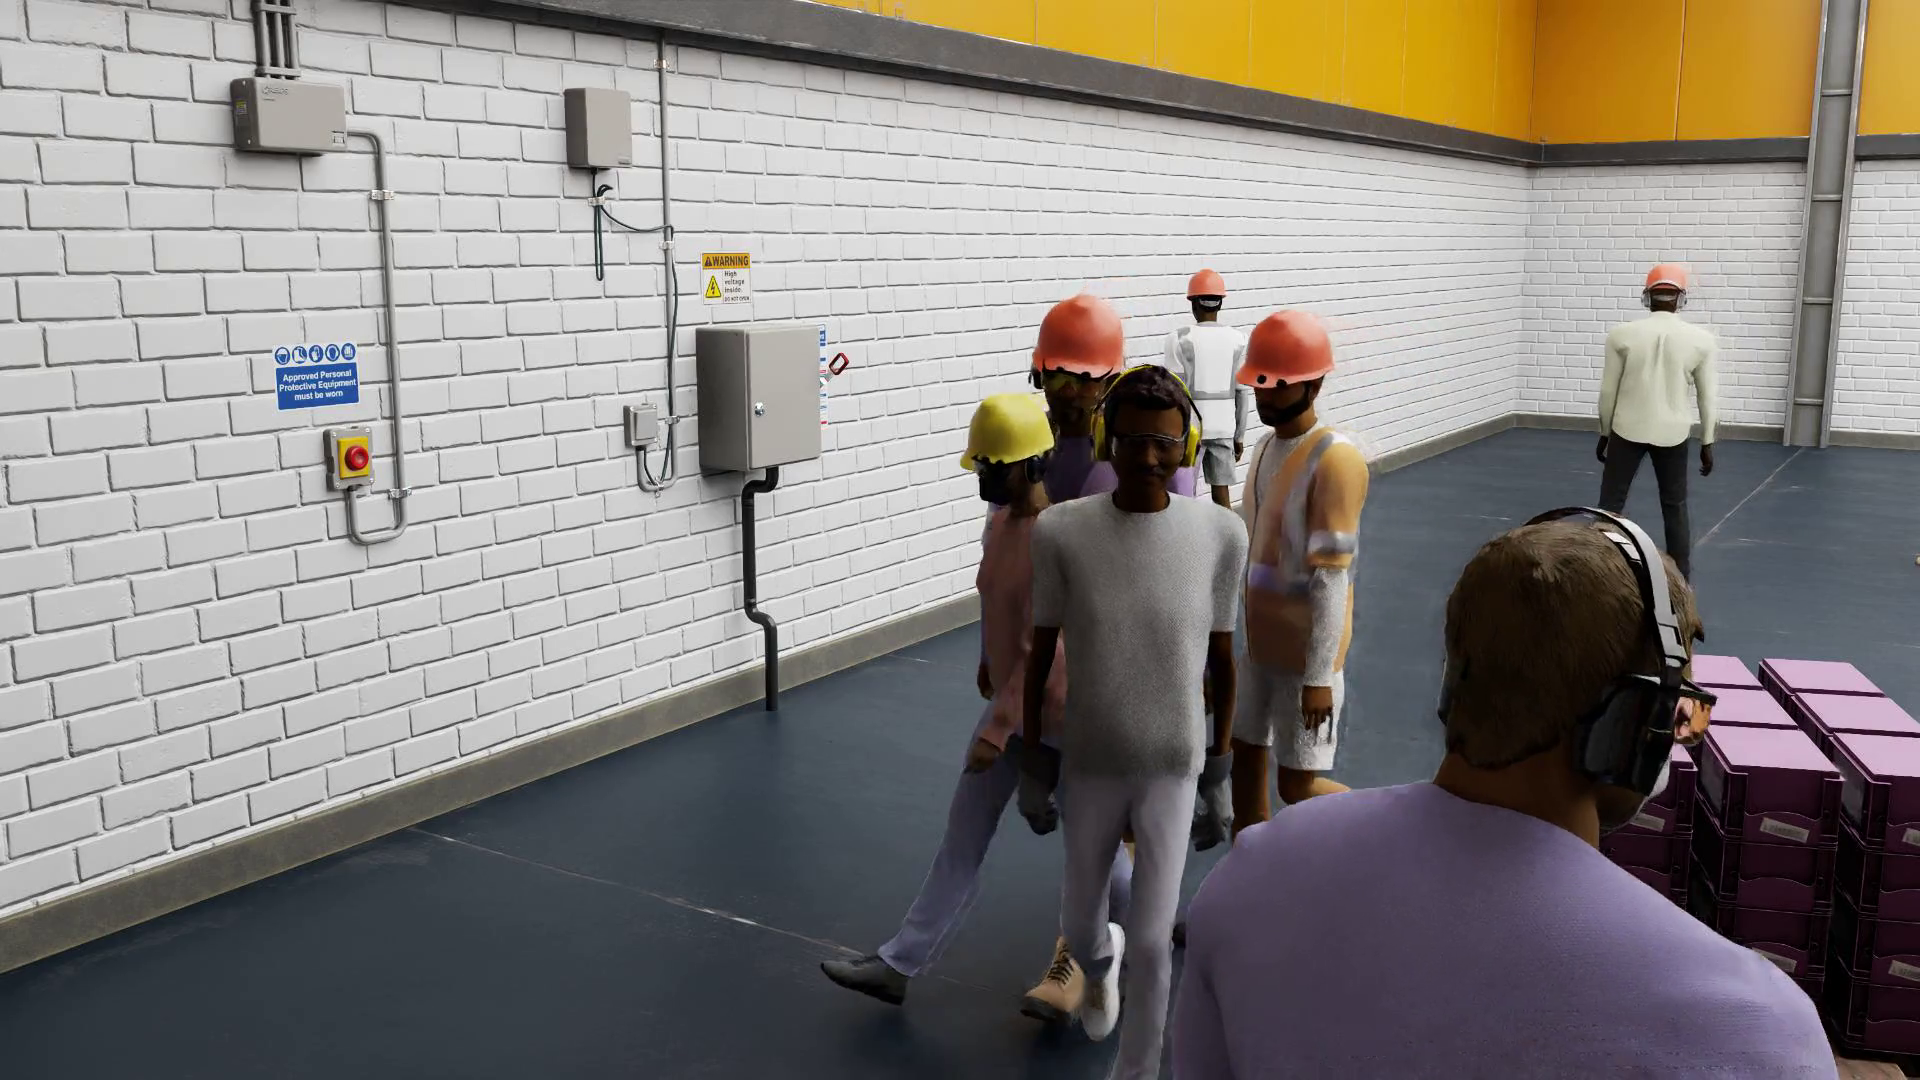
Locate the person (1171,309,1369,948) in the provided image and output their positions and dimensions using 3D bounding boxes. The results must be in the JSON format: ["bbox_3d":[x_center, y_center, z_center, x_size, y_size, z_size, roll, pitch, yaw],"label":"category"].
[{"bbox_3d":[1.040,0.293,4.817,0.743,1.917,0.560,-3,11,-17],"label":"person"}]

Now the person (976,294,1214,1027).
[{"bbox_3d":[0.359,0.290,4.727,0.678,1.966,1.129,7,12,33],"label":"person"}]

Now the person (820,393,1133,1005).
[{"bbox_3d":[0.134,0.466,4.419,0.937,1.706,0.528,-5,11,-26],"label":"person"}]

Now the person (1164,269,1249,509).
[{"bbox_3d":[1.460,-0.657,10.023,0.543,1.930,0.380,-2,11,-13],"label":"person"}]

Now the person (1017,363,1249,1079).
[{"bbox_3d":[0.391,0.499,3.869,0.509,1.844,0.763,1,10,4],"label":"person"}]

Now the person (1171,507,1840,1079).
[{"bbox_3d":[0.314,0.918,1.474,0.748,1.892,0.693,-6,12,-30],"label":"person"}]

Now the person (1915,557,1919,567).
[{"bbox_3d":[6.389,-0.639,10.562,0.540,1.696,0.316,0,10,3],"label":"person"}]

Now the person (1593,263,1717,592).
[{"bbox_3d":[4.039,-0.618,9.715,0.665,1.982,0.477,3,11,16],"label":"person"}]
